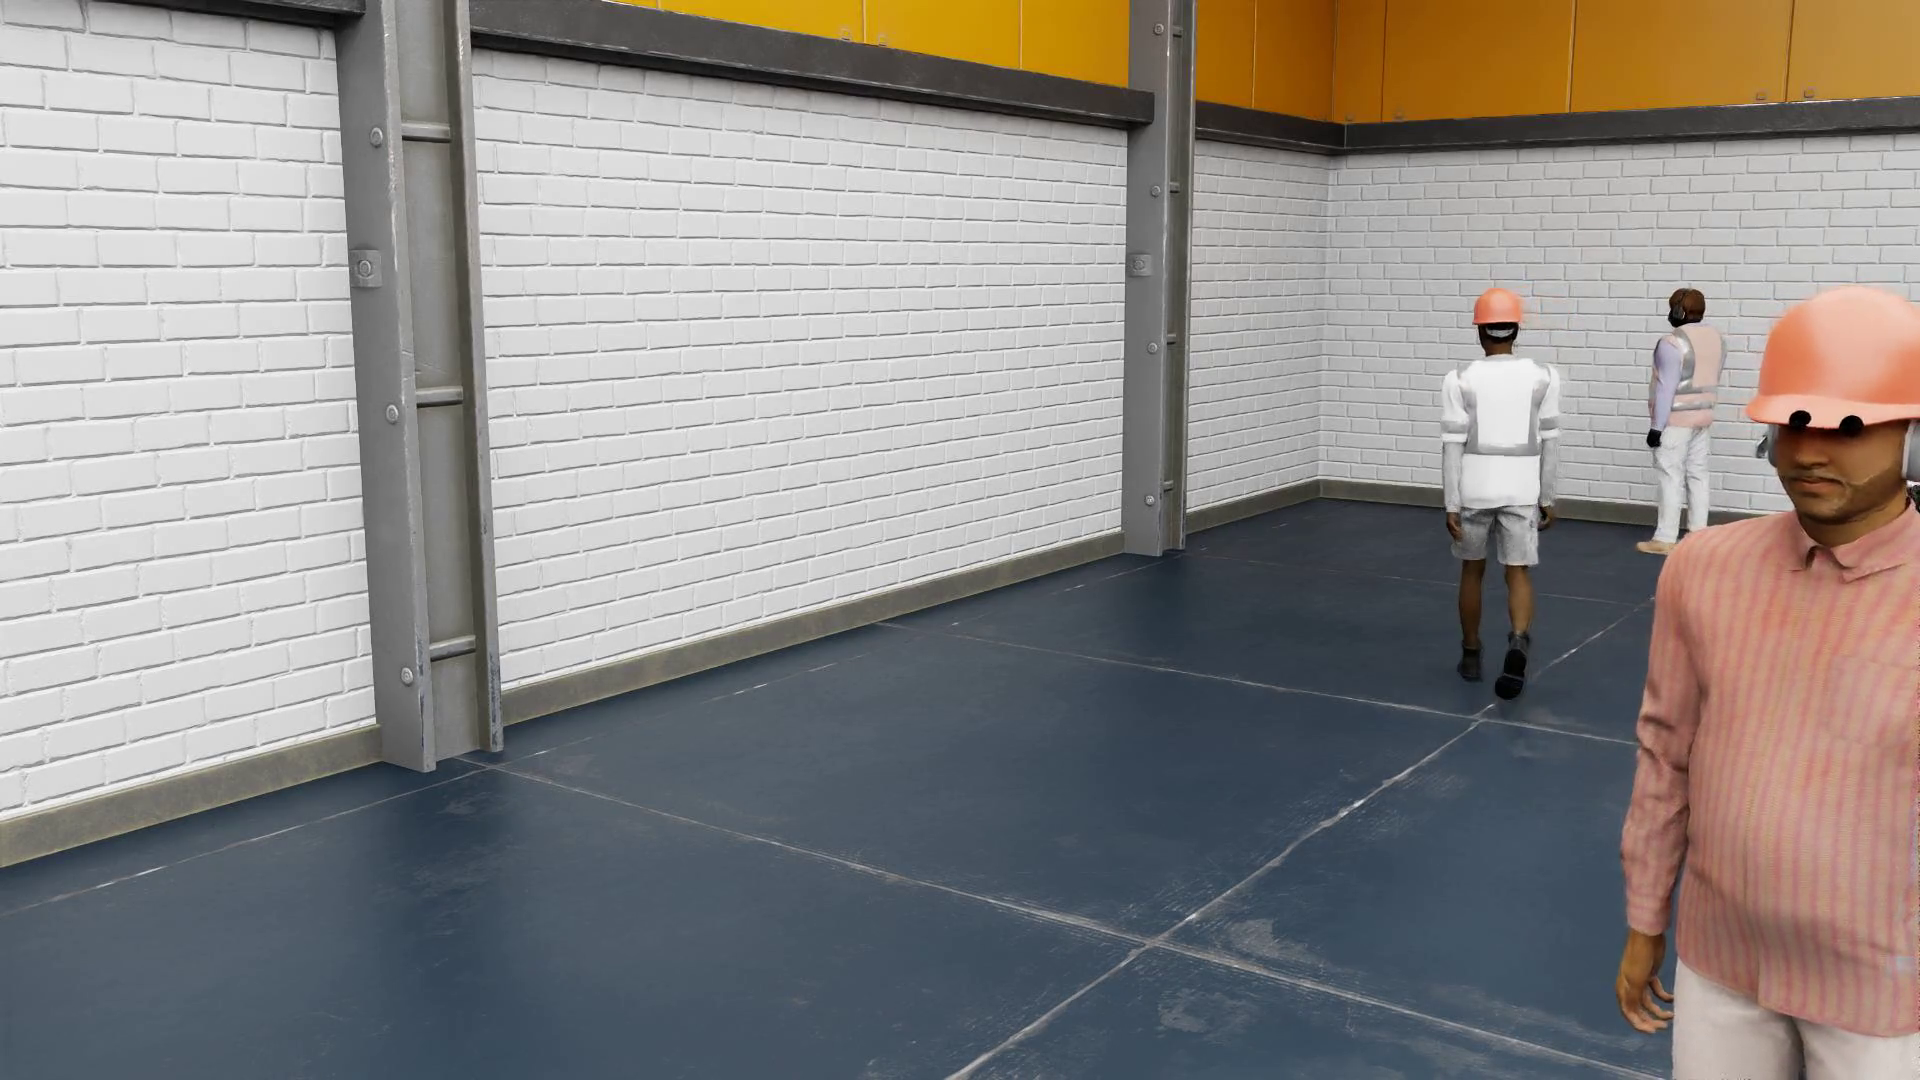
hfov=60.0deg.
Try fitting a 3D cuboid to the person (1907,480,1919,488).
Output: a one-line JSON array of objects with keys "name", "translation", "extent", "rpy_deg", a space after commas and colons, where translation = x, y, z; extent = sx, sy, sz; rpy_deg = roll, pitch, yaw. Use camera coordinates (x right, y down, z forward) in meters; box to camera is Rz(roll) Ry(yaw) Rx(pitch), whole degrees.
[{"name": "person", "translation": [2.416, 0.395, 4.390], "extent": [0.631, 1.818, 0.597], "rpy_deg": [2, 10, 9]}]

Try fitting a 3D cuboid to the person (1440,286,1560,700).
[{"name": "person", "translation": [2.508, -0.219, 7.743], "extent": [0.553, 1.912, 0.810], "rpy_deg": [2, 10, 10]}]

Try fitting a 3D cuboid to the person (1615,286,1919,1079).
[{"name": "person", "translation": [1.255, 0.628, 2.463], "extent": [0.400, 1.987, 0.619], "rpy_deg": [-7, 12, -35]}]

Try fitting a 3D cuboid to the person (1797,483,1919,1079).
[{"name": "person", "translation": [1.542, 0.748, 2.660], "extent": [0.534, 1.684, 0.469], "rpy_deg": [0, 10, 1]}]

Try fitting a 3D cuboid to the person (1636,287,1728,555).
[{"name": "person", "translation": [4.969, -0.813, 11.477], "extent": [0.628, 1.843, 0.429], "rpy_deg": [-5, 11, -29]}]
